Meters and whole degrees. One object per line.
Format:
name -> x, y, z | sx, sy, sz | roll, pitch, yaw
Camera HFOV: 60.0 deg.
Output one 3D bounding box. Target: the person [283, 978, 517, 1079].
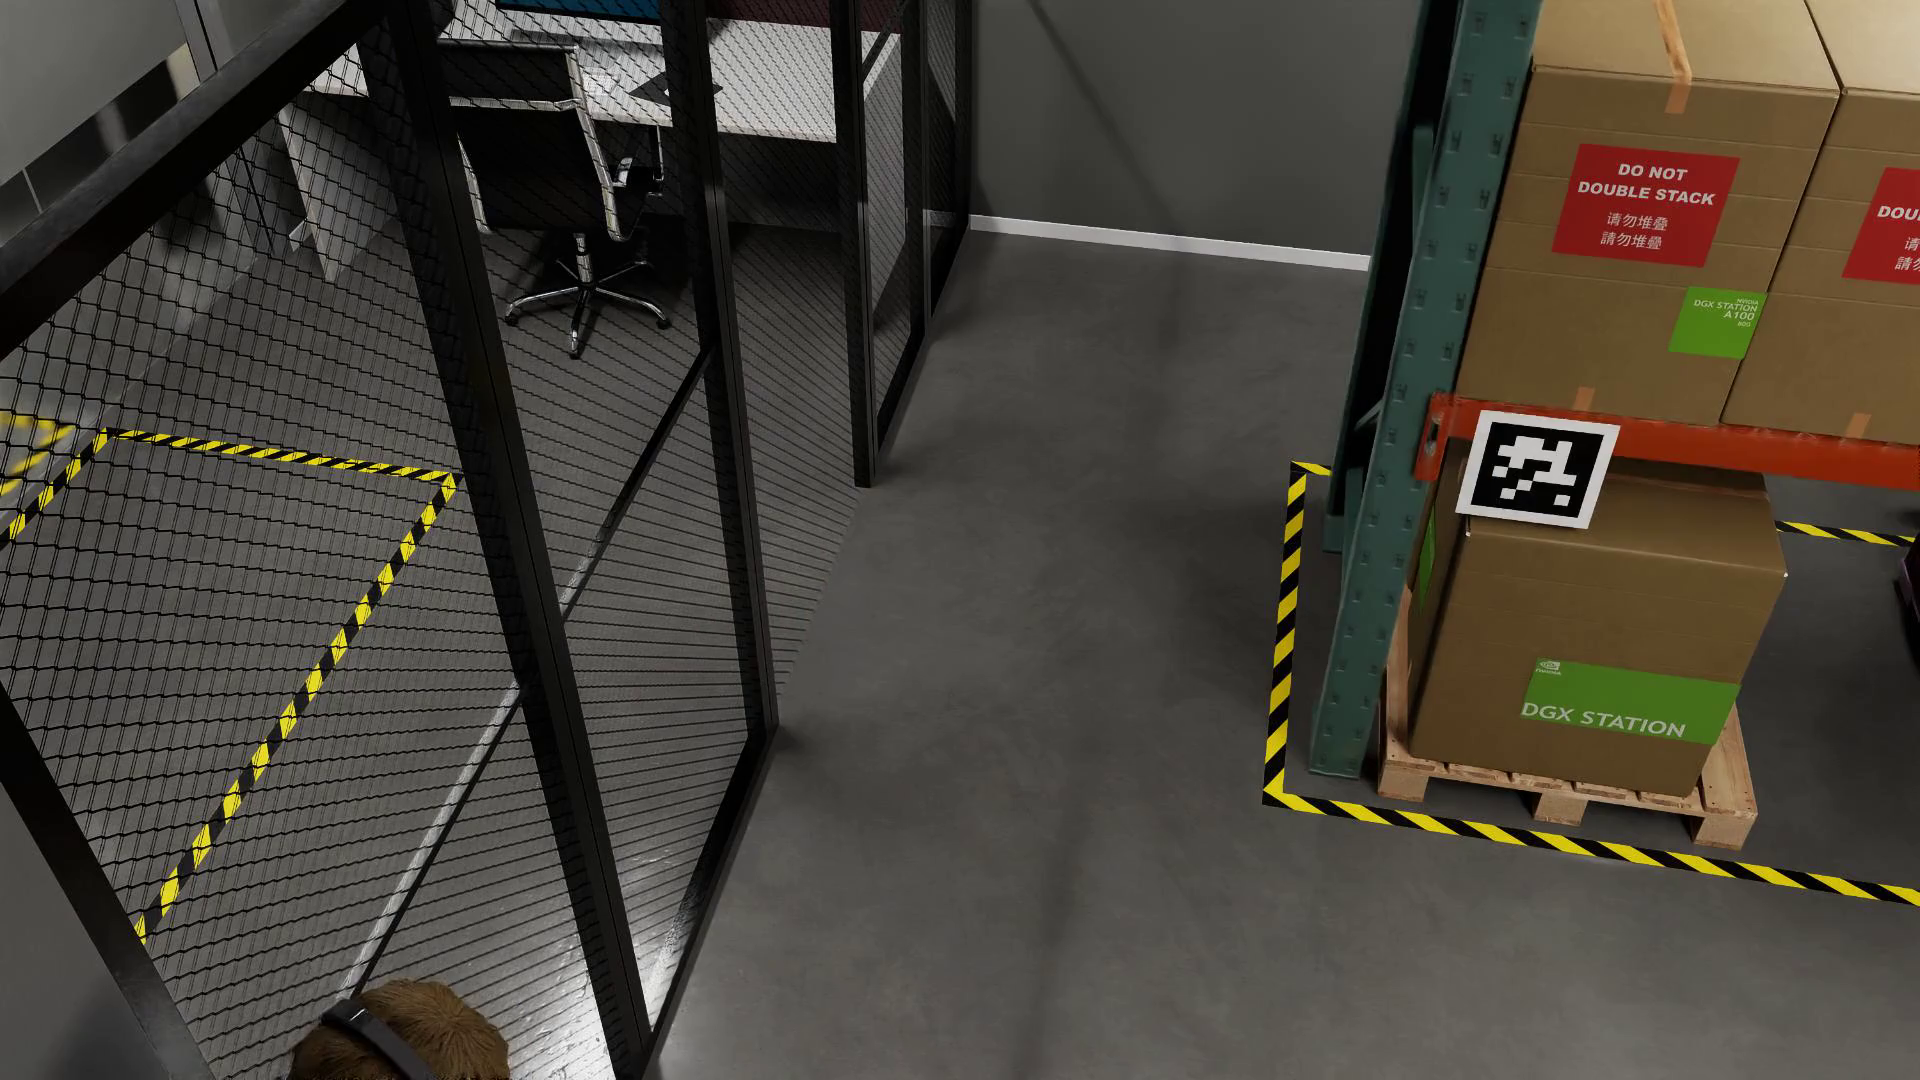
person -> -0.518, 1.160, 2.162 | 0.630, 1.938, 0.369 | 20, 45, 22
